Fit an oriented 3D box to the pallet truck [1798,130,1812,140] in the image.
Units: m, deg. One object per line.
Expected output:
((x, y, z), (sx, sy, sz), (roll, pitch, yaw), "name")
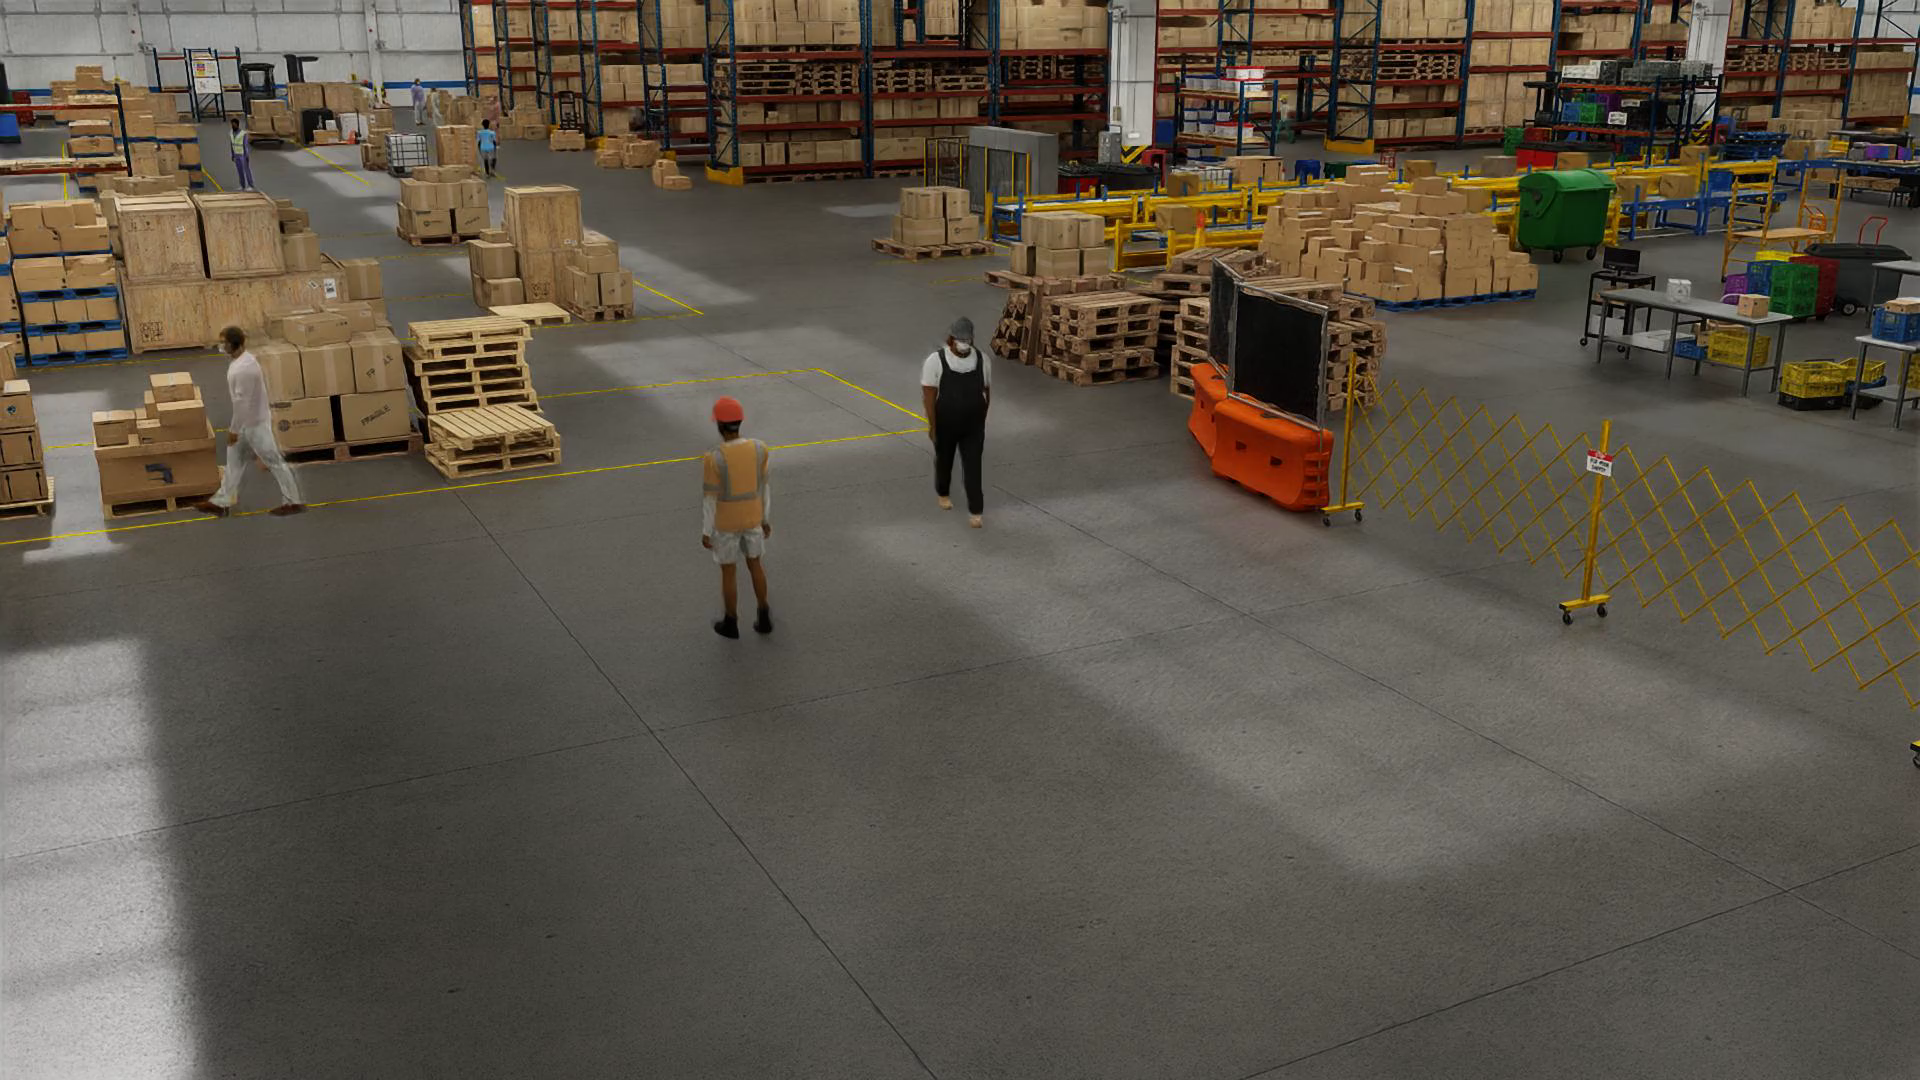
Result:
((25.526, -11.556, 49.408), (1.630, 1.274, 0.653), (-9, 20, -26), "pallet truck")

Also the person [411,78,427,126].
((-22.598, -18.243, 69.301), (0.520, 1.933, 0.661), (9, 20, 26), "person")

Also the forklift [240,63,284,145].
((-25.189, -15.695, 59.765), (1.129, 2.768, 1.873), (-9, 20, -27), "forklift")

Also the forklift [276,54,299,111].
((-28.267, -19.158, 70.562), (1.873, 2.768, 1.129), (-9, 20, -26), "forklift")

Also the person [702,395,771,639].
((-1.733, -0.166, 12.879), (0.553, 1.936, 0.370), (-12, 21, -32), "person")

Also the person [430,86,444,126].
((-21.766, -18.065, 69.168), (0.520, 1.623, 0.539), (-16, 24, -40), "person")

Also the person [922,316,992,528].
((-0.024, -1.201, 15.931), (0.684, 2.000, 1.036), (-3, 18, -10), "person")

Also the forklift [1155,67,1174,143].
((6.308, -14.449, 55.880), (1.873, 2.768, 1.129), (-9, 20, -26), "forklift")

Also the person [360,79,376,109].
((-24.131, -17.730, 67.634), (0.648, 1.944, 1.038), (6, 19, 18), "person")

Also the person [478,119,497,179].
((-13.569, -11.236, 47.791), (0.539, 1.687, 0.369), (-1, 18, -5), "person")

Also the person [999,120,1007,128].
((1.187, -11.097, 47.357), (0.569, 1.671, 0.546), (-9, 20, -25), "person")

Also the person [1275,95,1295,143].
((11.754, -15.199, 60.075), (0.869, 1.735, 0.544), (-5, 18, -15), "person")

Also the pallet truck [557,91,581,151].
((-13.495, -14.412, 57.188), (0.823, 1.965, 1.885), (-3, 18, -9), "pallet truck")

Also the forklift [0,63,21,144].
((-34.572, -15.629, 59.561), (1.129, 2.768, 1.873), (-12, 22, -34), "forklift")

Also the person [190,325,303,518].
((-6.890, -1.099, 15.875), (1.035, 1.881, 0.640), (-10, 20, -28), "person")

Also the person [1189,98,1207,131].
((8.853, -15.802, 61.789), (0.691, 1.832, 1.028), (-2, 18, -5), "person")

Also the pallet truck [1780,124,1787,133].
((25.206, -12.542, 52.601), (1.601, 1.201, 0.680), (0, 18, -2), "pallet truck")

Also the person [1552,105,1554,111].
((19.332, -13.440, 54.719), (0.605, 1.670, 0.339), (16, 24, 40), "person")

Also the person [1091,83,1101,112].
((5.636, -17.753, 67.962), (0.597, 1.792, 0.945), (-12, 21, -33), "person")

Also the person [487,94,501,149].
((-16.219, -14.530, 57.769), (0.709, 1.873, 0.413), (14, 22, 36), "person")

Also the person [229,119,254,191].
((-19.302, -10.340, 44.647), (0.588, 1.908, 0.392), (7, 19, 22), "person")

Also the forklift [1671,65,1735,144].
((26.111, -15.145, 58.051), (1.873, 2.768, 1.129), (-9, 20, -26), "forklift")

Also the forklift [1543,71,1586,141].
((18.685, -13.231, 52.085), (1.873, 2.768, 1.129), (-9, 20, -26), "forklift")

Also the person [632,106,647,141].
((-11.533, -15.374, 60.291), (0.829, 1.932, 0.635), (-13, 22, -36), "person")
